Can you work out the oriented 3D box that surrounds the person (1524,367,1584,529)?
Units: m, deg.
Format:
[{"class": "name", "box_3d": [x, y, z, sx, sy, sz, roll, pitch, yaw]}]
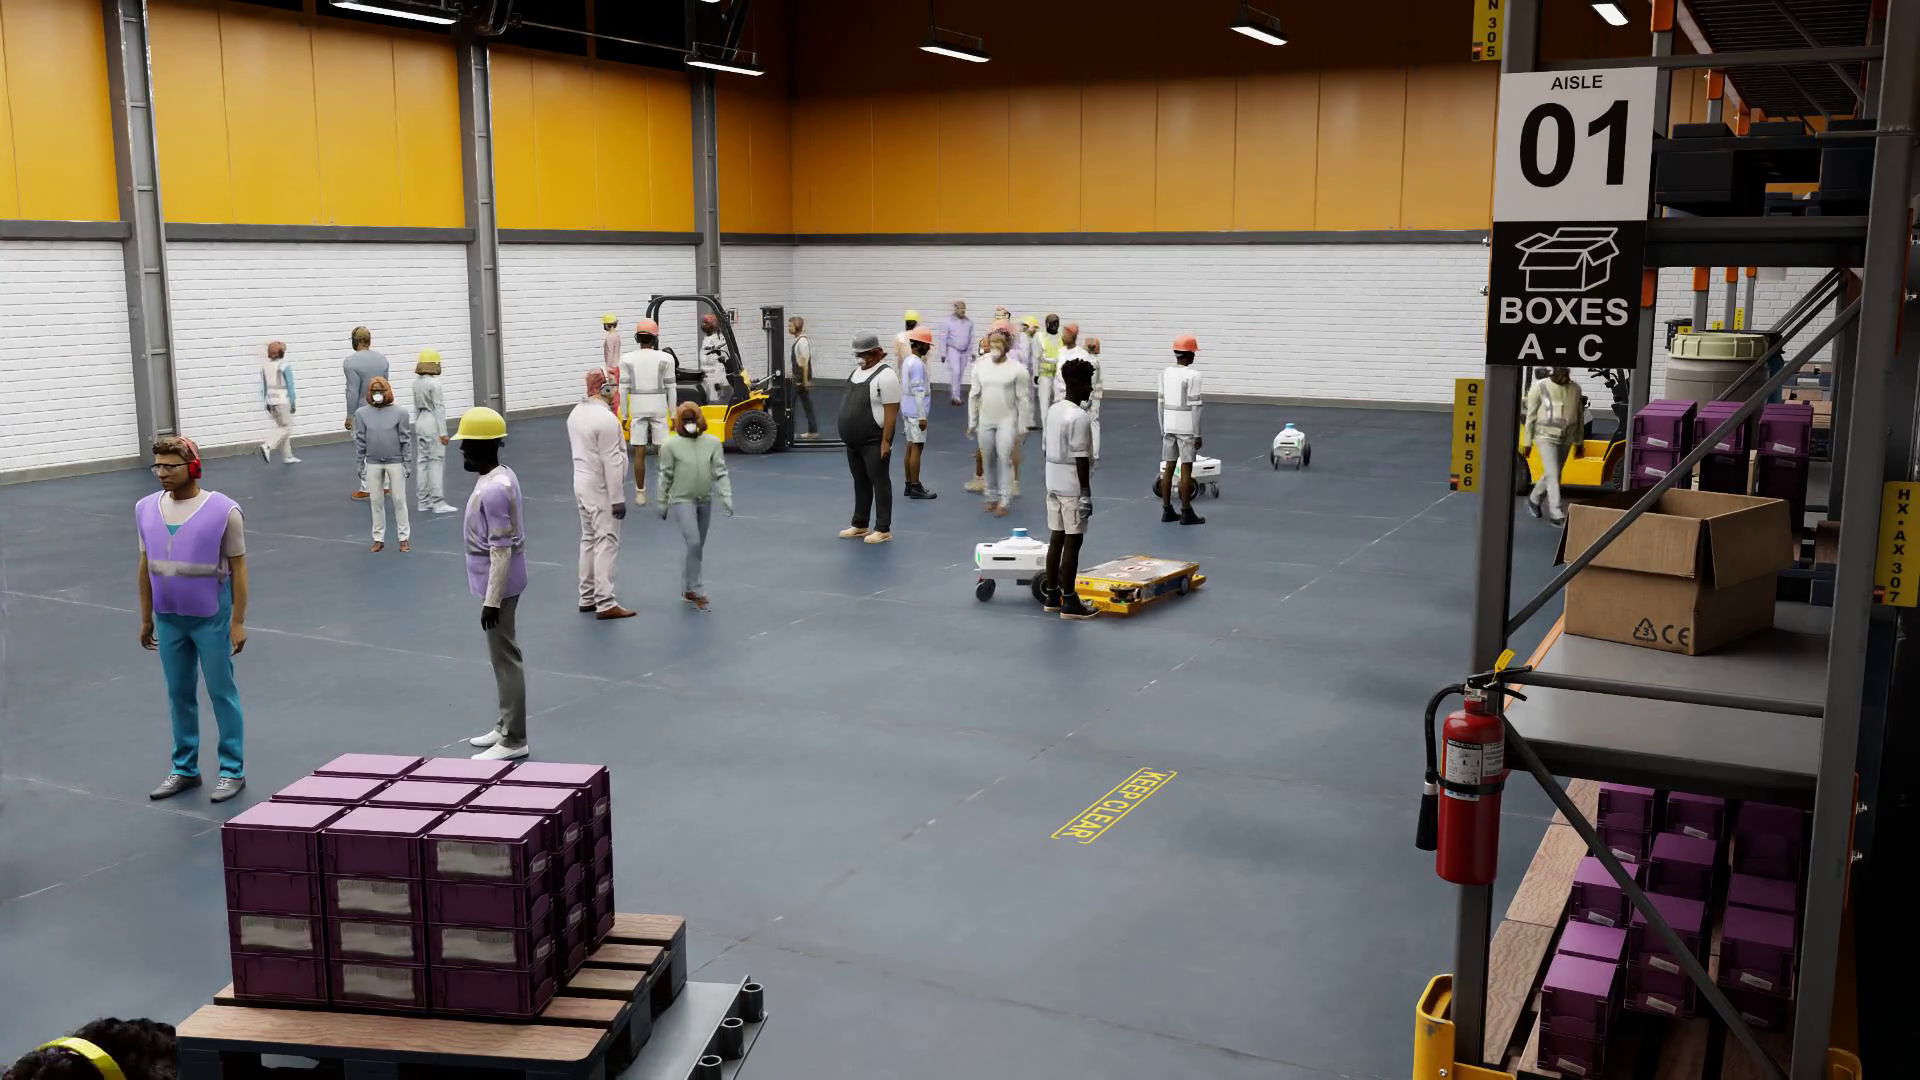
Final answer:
[{"class": "person", "box_3d": [6.014, -1.053, 16.896, 0.602, 1.794, 0.916, -3, 10, -15]}]

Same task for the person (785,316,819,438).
[{"class": "person", "box_3d": [-2.459, -2.385, 24.539, 0.795, 1.814, 0.519, -1, 10, -6]}]

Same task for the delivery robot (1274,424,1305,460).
[{"class": "delivery robot", "box_3d": [4.228, -1.249, 21.331, 0.477, 0.478, 0.707, 3, 10, 15]}]

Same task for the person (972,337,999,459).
[{"class": "person", "box_3d": [0.376, -1.896, 22.229, 0.269, 1.632, 0.504, -9, 13, -41]}]

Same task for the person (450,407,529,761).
[{"class": "person", "box_3d": [-2.528, 0.241, 9.005, 0.369, 1.928, 0.585, -3, 10, -15]}]

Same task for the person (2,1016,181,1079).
[{"class": "person", "box_3d": [-1.074, 1.493, 1.979, 0.511, 1.858, 0.483, 5, 11, 26]}]

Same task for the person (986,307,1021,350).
[{"class": "person", "box_3d": [0.643, -2.688, 26.020, 0.638, 1.910, 0.407, 5, 11, 26]}]

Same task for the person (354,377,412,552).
[{"class": "person", "box_3d": [-5.286, -0.690, 15.274, 0.501, 1.626, 0.282, -1, 10, -6]}]

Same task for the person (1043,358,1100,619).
[{"class": "person", "box_3d": [0.837, -0.393, 12.571, 0.363, 1.962, 0.612, -4, 11, -21]}]

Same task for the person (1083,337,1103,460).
[{"class": "person", "box_3d": [1.745, -1.877, 22.092, 0.307, 1.644, 0.512, 1, 10, 3]}]

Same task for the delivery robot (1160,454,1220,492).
[{"class": "delivery robot", "box_3d": [2.588, -0.788, 18.664, 0.707, 0.478, 0.477, -7, 12, -36]}]

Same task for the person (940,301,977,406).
[{"class": "person", "box_3d": [0.029, -3.361, 30.004, 0.642, 1.874, 0.800, -7, 12, -34]}]

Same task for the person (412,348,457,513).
[{"class": "person", "box_3d": [-5.603, -1.162, 17.664, 0.492, 1.742, 0.323, 8, 13, 40]}]

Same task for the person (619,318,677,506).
[{"class": "person", "box_3d": [-3.384, -1.385, 18.086, 0.610, 2.042, 0.396, -1, 10, -5]}]

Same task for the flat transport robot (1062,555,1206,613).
[{"class": "flat transport robot", "box_3d": [1.369, 0.335, 13.253, 0.652, 0.197, 1.431, 6, 12, 32]}]

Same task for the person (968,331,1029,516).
[{"class": "person", "box_3d": [0.395, -1.226, 17.496, 0.637, 1.939, 0.399, 4, 11, 21]}]

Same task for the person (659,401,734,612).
[{"class": "person", "box_3d": [-2.010, -0.261, 12.837, 0.494, 1.604, 0.652, -8, 13, -39]}]

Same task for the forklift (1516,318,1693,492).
[{"class": "forklift", "box_3d": [7.066, -1.601, 18.899, 2.313, 2.155, 1.214, 5, 11, 27]}]

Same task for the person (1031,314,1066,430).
[{"class": "person", "box_3d": [1.400, -2.492, 25.123, 0.647, 1.820, 0.693, -2, 10, -12]}]

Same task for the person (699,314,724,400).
[{"class": "person", "box_3d": [-3.587, -2.356, 24.209, 0.675, 1.869, 0.600, -5, 11, -25]}]

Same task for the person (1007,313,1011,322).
[{"class": "person", "box_3d": [0.801, -3.314, 30.255, 0.540, 1.695, 0.317, 5, 11, 27]}]

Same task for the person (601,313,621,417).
[{"class": "person", "box_3d": [-5.679, -2.814, 27.160, 0.307, 1.770, 0.525, 1, 10, 4]}]

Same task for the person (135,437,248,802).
[{"class": "person", "box_3d": [-3.849, 0.393, 8.368, 0.569, 1.841, 0.377, 2, 10, 9]}]

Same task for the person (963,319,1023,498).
[{"class": "person", "box_3d": [0.388, -1.492, 18.844, 0.622, 1.986, 0.940, -8, 12, -37]}]

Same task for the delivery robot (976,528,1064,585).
[{"class": "delivery robot", "box_3d": [0.479, 0.150, 13.230, 0.707, 0.478, 0.477, 1, 10, 4]}]

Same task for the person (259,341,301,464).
[{"class": "person", "box_3d": [-8.842, -1.764, 21.503, 0.520, 1.614, 0.625, 5, 11, 28]}]

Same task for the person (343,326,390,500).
[{"class": "person", "box_3d": [-6.617, -1.412, 18.541, 0.357, 1.938, 0.637, 4, 11, 22]}]

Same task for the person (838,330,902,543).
[{"class": "person", "box_3d": [-0.900, -0.992, 15.818, 0.537, 2.000, 0.678, -8, 13, -38]}]

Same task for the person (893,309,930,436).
[{"class": "person", "box_3d": [-0.716, -2.452, 24.624, 0.587, 1.916, 0.489, -3, 10, -19]}]

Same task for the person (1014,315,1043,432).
[{"class": "person", "box_3d": [0.918, -2.564, 25.635, 0.662, 1.799, 0.622, -1, 10, -4]}]

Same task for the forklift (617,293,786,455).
[{"class": "forklift", "box_3d": [-3.588, -2.317, 23.042, 2.313, 2.155, 1.214, -1, 10, -5]}]

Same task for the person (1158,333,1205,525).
[{"class": "person", "box_3d": [2.256, -1.126, 16.888, 0.374, 1.939, 0.545, -8, 12, -38]}]

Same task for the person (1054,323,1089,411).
[{"class": "person", "box_3d": [1.386, -1.777, 20.828, 0.337, 1.881, 0.584, -6, 12, -32]}]

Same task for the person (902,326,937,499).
[{"class": "person", "box_3d": [-0.461, -1.423, 18.641, 0.368, 1.929, 0.542, -3, 10, -15]}]

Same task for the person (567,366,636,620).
[{"class": "person", "box_3d": [-2.702, -0.360, 12.585, 0.397, 1.898, 0.653, -7, 12, -35]}]
